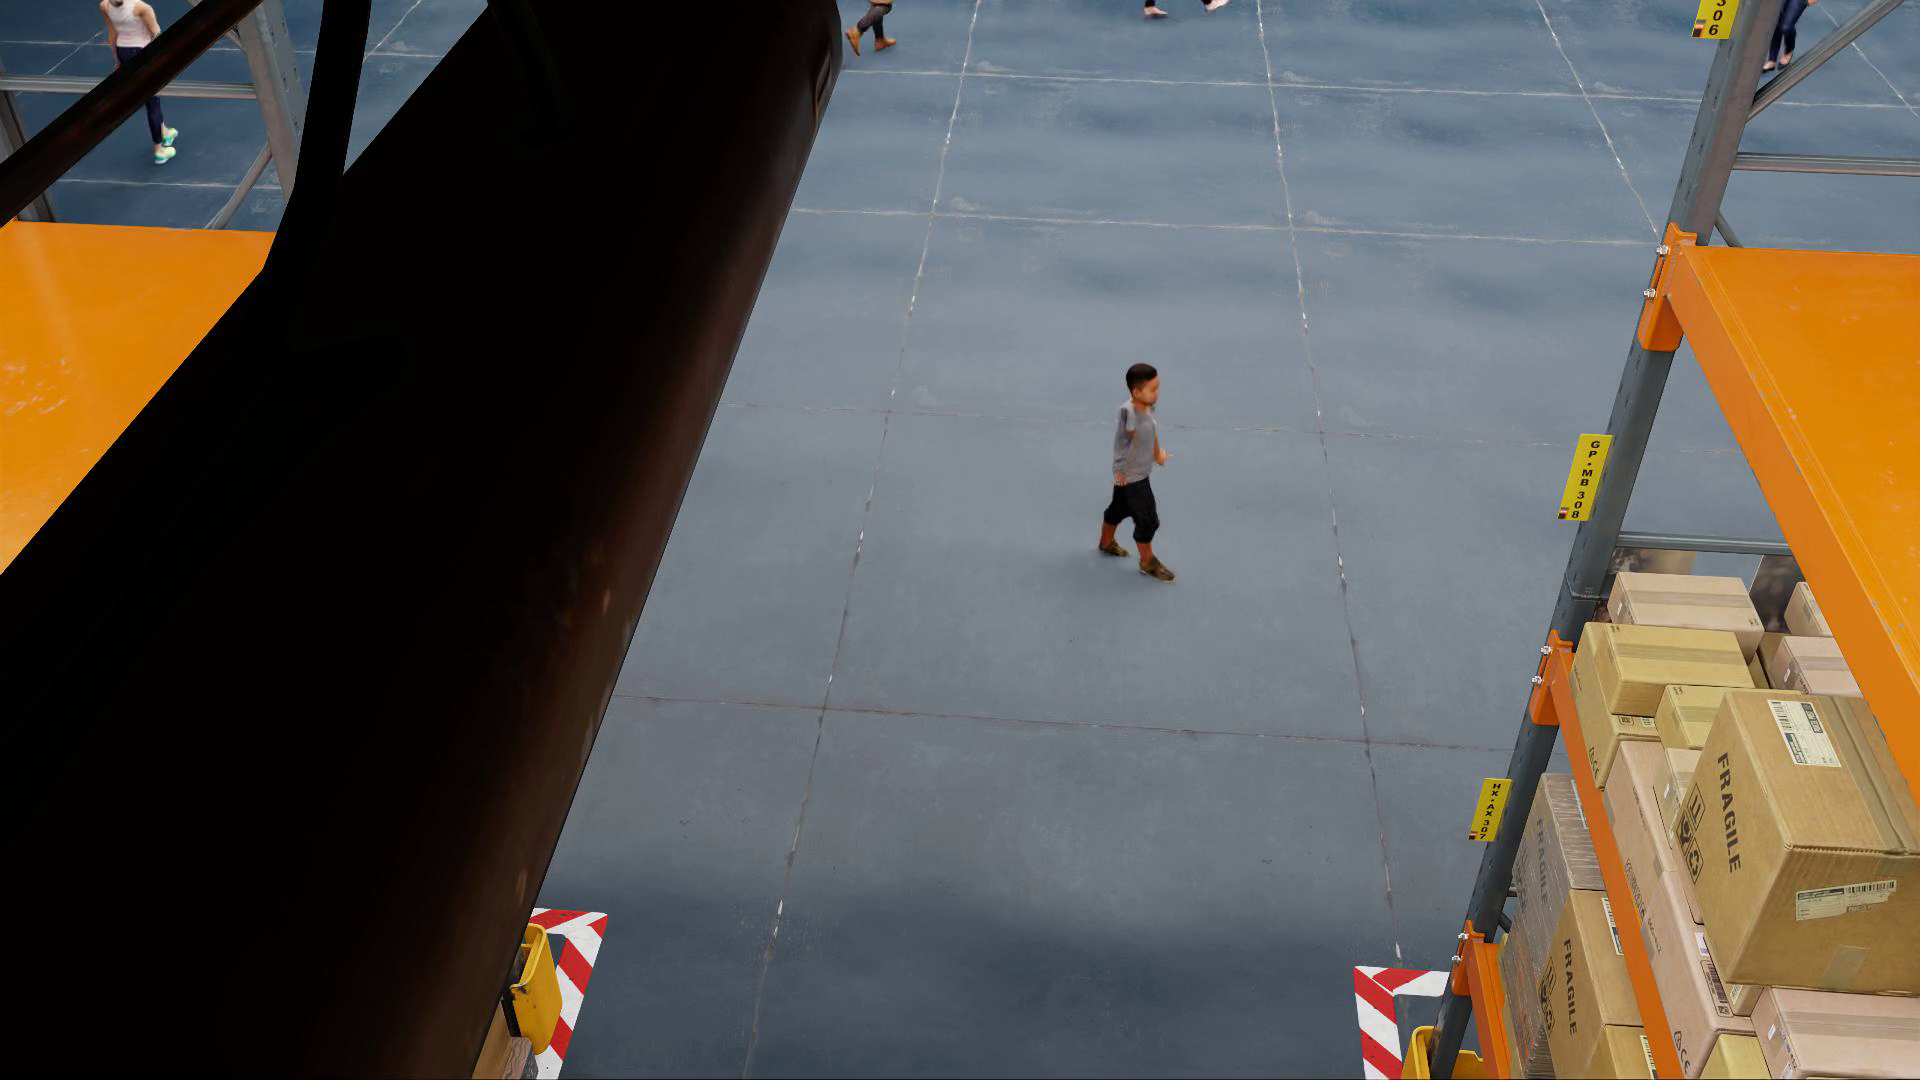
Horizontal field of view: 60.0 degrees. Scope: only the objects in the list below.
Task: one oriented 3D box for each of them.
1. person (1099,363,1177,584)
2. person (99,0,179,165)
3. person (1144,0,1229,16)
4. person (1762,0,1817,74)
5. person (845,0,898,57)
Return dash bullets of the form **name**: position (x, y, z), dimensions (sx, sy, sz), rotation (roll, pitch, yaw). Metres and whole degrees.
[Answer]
- **person**: position (0.978, -0.493, 9.958), dimensions (0.818, 1.441, 0.824), rotation (16, 41, 19)
- **person**: position (-7.088, -4.050, 14.305), dimensions (0.639, 1.687, 0.794), rotation (4, 38, 5)
- **person**: position (2.162, -6.213, 16.974), dimensions (1.038, 1.805, 1.173), rotation (-10, 39, -12)
- **person**: position (8.034, -5.293, 15.874), dimensions (0.787, 1.712, 0.717), rotation (-21, 43, -25)
- **person**: position (-0.883, -5.550, 16.206), dimensions (1.026, 1.708, 0.971), rotation (-27, 45, -30)
